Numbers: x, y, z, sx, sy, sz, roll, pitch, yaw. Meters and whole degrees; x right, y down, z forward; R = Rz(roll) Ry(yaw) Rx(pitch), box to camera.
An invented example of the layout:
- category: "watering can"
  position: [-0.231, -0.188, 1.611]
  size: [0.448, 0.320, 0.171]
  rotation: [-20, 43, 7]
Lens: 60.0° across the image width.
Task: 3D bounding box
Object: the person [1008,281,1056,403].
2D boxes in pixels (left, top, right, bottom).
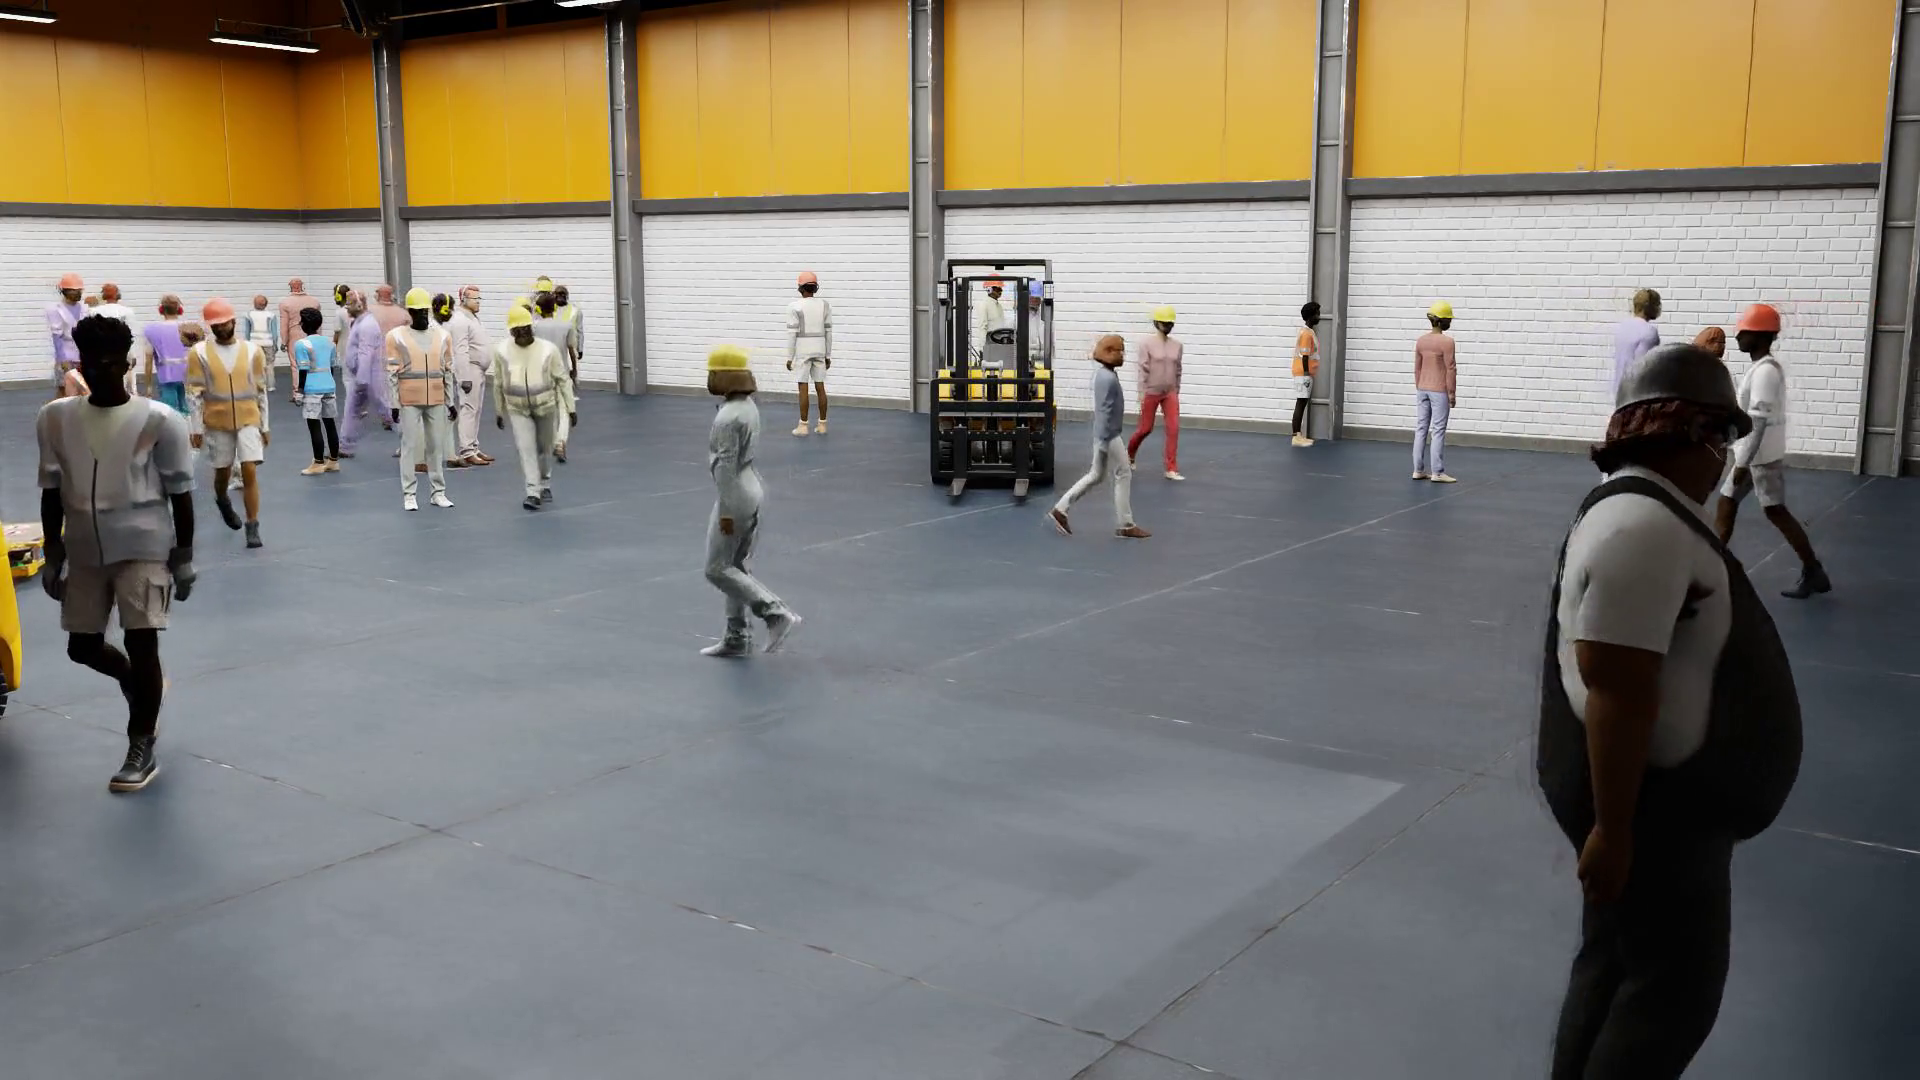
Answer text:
- category: "person"
  position: [0.844, -1.992, 19.040]
  size: [0.648, 1.931, 0.481]
  rotation: [-5, 11, -28]

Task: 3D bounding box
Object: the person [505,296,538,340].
- category: "person"
  position: [-5.497, -2.240, 21.166]
  size: [0.526, 1.723, 0.915]
  rotation: [-4, 10, -22]

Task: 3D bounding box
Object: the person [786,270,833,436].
- category: "person"
  position: [-1.870, -2.298, 20.541]
  size: [0.609, 2.043, 0.376]
  rotation: [-6, 11, -31]

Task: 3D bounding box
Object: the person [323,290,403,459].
- category: "person"
  position: [-6.465, -1.802, 18.194]
  size: [1.011, 1.853, 0.650]
  rotation: [-5, 11, -25]

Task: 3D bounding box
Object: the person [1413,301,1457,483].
- category: "person"
  position: [4.663, -1.444, 16.279]
  size: [0.313, 1.768, 0.528]
  rotation: [-5, 11, -27]

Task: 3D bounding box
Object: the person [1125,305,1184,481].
- category: "person"
  position: [1.952, -1.480, 16.597]
  size: [0.530, 1.737, 0.773]
  rotation: [-4, 10, -22]

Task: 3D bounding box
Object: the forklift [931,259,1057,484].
- category: "forklift"
  position: [0.370, -1.738, 16.759]
  size: [1.214, 2.155, 2.313]
  rotation: [1, 10, 3]

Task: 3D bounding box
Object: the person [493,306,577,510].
- category: "person"
  position: [-3.731, -1.162, 14.606]
  size: [0.693, 1.770, 0.951]
  rotation: [-2, 10, -11]

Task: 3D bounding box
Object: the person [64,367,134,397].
- category: "person"
  position: [-6.706, -0.809, 13.022]
  size: [0.526, 1.583, 0.897]
  rotation: [-7, 12, -37]

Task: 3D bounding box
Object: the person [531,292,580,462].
- category: "person"
  position: [-4.407, -1.770, 18.056]
  size: [0.532, 1.829, 0.910]
  rotation: [-2, 10, -12]

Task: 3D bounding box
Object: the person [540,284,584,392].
- category: "person"
  position: [-5.835, -2.837, 24.415]
  size: [0.632, 1.822, 0.775]
  rotation: [-1, 10, -3]

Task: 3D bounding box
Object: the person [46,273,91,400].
- category: "person"
  position: [-10.657, -2.208, 20.121]
  size: [0.983, 1.995, 0.619]
  rotation: [4, 10, 24]

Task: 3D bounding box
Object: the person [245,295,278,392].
- category: "person"
  position: [-11.456, -3.212, 27.264]
  size: [0.523, 1.611, 0.761]
  rotation: [-2, 10, -10]

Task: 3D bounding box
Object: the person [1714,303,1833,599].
- category: "person"
  position: [5.172, -0.568, 10.703]
  size: [0.991, 1.899, 0.554]
  rotation: [4, 10, 21]

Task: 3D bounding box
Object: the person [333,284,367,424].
- category: "person"
  position: [-8.107, -2.446, 21.978]
  size: [0.397, 1.855, 0.561]
  rotation: [3, 10, 17]

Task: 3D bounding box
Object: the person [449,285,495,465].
- category: "person"
  position: [-5.177, -1.751, 17.697]
  size: [0.407, 1.904, 0.654]
  rotation: [-1, 10, -5]

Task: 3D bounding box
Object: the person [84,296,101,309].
- category: "person"
  position: [-13.872, -3.112, 26.734]
  size: [0.839, 1.591, 0.510]
  rotation: [1, 10, 8]

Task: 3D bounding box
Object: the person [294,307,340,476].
- category: "person"
  position: [-6.501, -1.495, 16.788]
  size: [0.320, 1.697, 0.531]
  rotation: [3, 10, 18]

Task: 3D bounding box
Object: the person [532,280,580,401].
- category: "person"
  position: [-6.395, -3.026, 25.425]
  size: [1.008, 1.874, 0.589]
  rotation: [-3, 10, -16]

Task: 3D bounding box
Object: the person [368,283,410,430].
- category: "person"
  position: [-7.418, -2.356, 21.430]
  size: [0.743, 1.904, 0.679]
  rotation: [9, 13, 43]

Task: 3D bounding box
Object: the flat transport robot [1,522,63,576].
- category: "flat transport robot"
  position: [-6.767, 0.055, 11.797]
  size: [0.652, 0.197, 1.431]
  rotation: [-2, 10, -14]

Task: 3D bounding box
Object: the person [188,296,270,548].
- category: "person"
  position: [-5.593, -0.913, 12.739]
  size: [0.556, 1.907, 0.830]
  rotation: [-5, 11, -28]

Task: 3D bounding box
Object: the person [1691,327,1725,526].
- category: "person"
  position: [6.093, -0.935, 13.664]
  size: [0.270, 1.627, 0.502]
  rotation: [1, 10, 3]

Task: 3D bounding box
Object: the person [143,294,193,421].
- category: "person"
  position: [-8.114, -1.632, 17.229]
  size: [0.566, 1.827, 0.690]
  rotation: [-6, 11, -31]

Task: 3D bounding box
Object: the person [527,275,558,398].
- category: "person"
  position: [-6.527, -3.197, 26.204]
  size: [0.637, 1.938, 0.355]
  rotation: [-5, 11, -28]

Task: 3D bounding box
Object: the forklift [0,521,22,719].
- category: "forklift"
  position: [-5.296, -0.090, 6.943]
  size: [1.214, 2.155, 2.313]
  rotation: [7, 12, 35]

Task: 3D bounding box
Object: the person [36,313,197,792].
- category: "person"
  position: [-3.482, 0.032, 6.933]
  size: [0.618, 1.953, 0.637]
  rotation: [0, 10, -2]

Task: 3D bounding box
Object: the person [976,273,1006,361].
- category: "person"
  position: [0.427, -2.507, 21.931]
  size: [0.377, 1.995, 0.608]
  rotation: [4, 10, 23]

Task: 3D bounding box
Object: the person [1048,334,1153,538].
- category: "person"
  position: [1.090, -0.807, 12.968]
  size: [0.775, 1.607, 0.505]
  rotation: [0, 10, 1]

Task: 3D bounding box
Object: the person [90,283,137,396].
- category: "person"
  position: [-11.231, -2.478, 22.156]
  size: [0.575, 1.856, 0.750]
  rotation: [-3, 10, -16]

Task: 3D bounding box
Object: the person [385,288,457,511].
- category: "person"
  position: [-4.680, -1.225, 14.493]
  size: [0.585, 1.928, 0.368]
  rotation: [-8, 12, -38]

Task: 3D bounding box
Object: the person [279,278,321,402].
- category: "person"
  position: [-10.094, -3.049, 25.440]
  size: [0.642, 1.902, 0.399]
  rotation: [-9, 13, -44]

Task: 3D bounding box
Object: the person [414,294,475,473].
- category: "person"
  position: [-5.281, -1.590, 16.958]
  size: [0.788, 1.823, 0.541]
  rotation: [-6, 11, -30]

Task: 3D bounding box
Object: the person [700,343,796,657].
- category: "person"
  position: [-1.170, -0.194, 8.947]
  size: [0.489, 1.731, 0.488]
  rotation: [2, 10, 10]

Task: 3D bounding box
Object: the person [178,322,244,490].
- category: "person"
  position: [-7.074, -1.223, 15.489]
  size: [0.814, 1.598, 0.538]
  rotation: [-2, 10, -11]

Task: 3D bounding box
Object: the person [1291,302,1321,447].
- category: "person"
  position: [4.031, -1.929, 19.402]
  size: [0.322, 1.690, 0.532]
  rotation: [2, 10, 13]

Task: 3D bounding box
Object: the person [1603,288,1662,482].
- category: "person"
  position: [6.051, -1.247, 14.642]
  size: [0.800, 1.911, 0.647]
  rotation: [-1, 10, -4]
